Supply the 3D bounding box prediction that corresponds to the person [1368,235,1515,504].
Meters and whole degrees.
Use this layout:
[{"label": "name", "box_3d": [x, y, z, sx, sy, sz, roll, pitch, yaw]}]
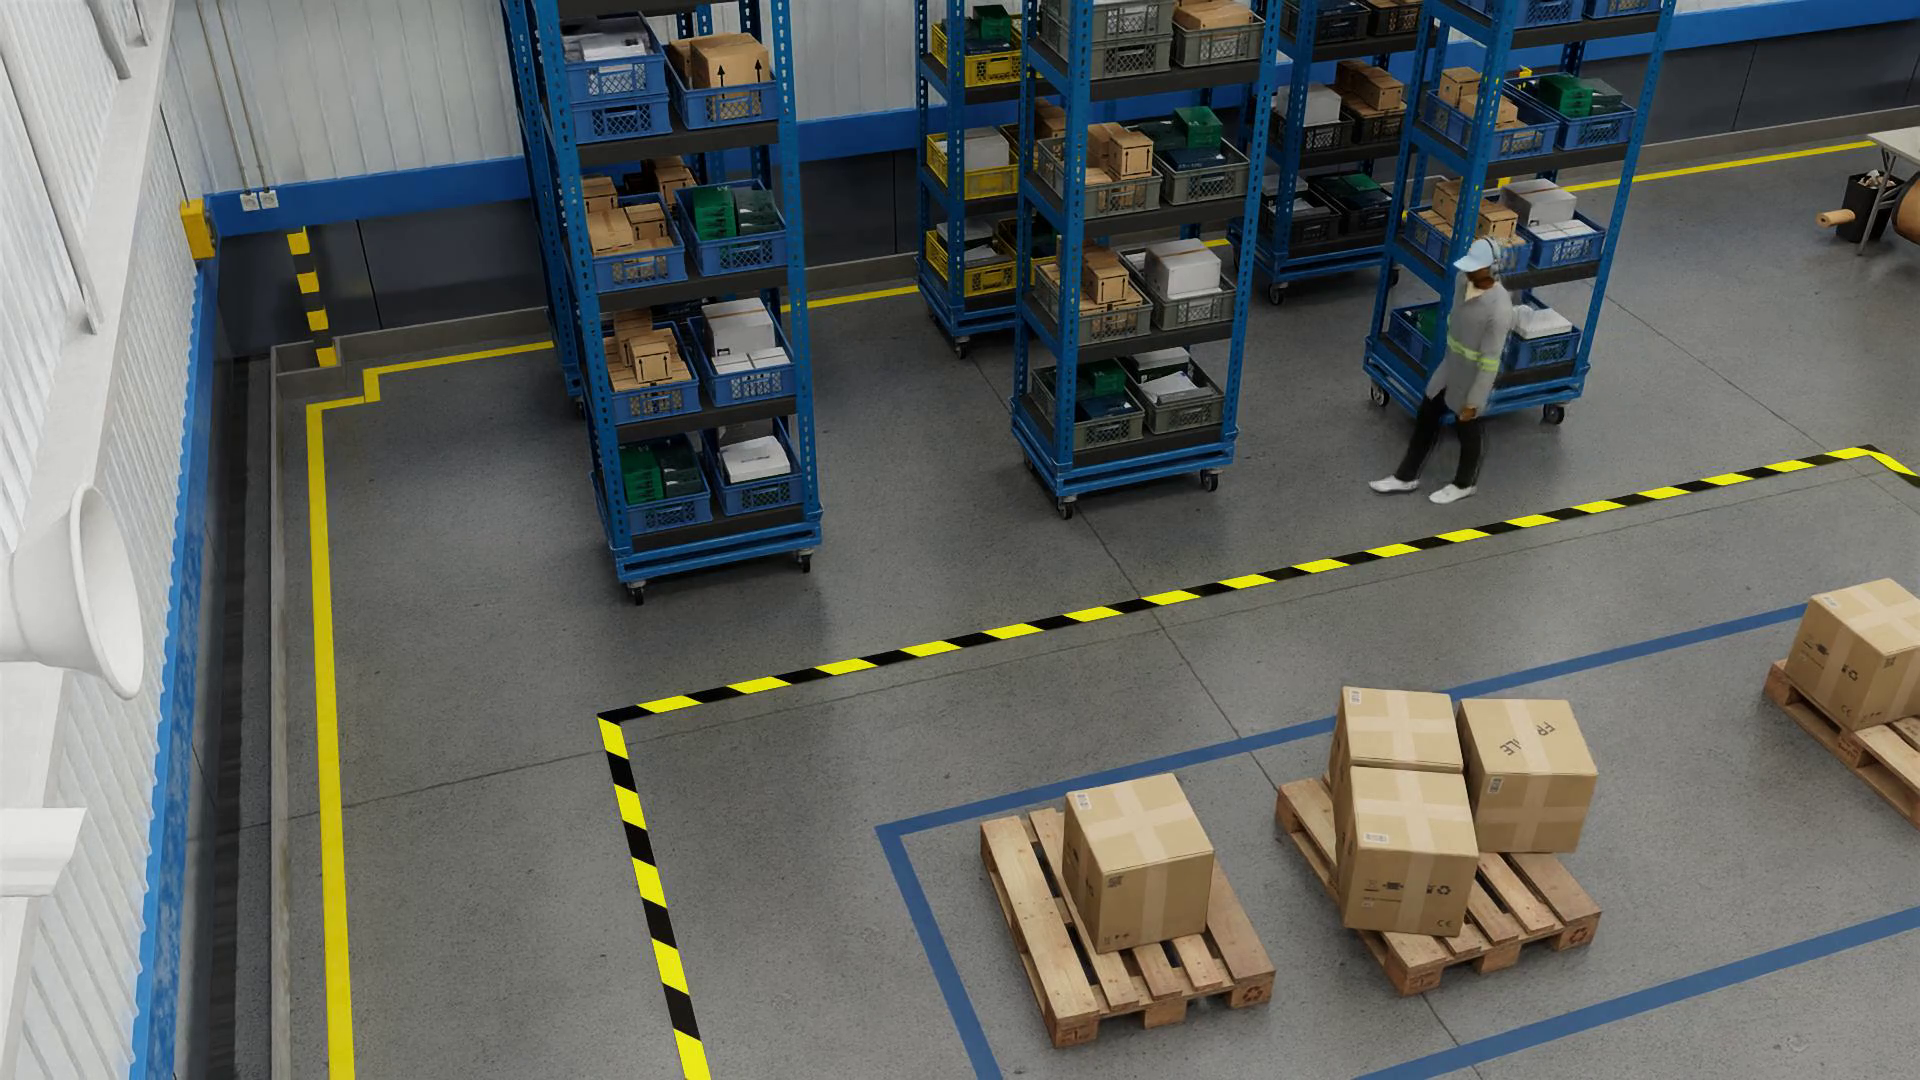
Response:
[{"label": "person", "box_3d": [2.954, -0.982, 10.084, 0.713, 1.833, 0.621, -9, 36, -13]}]
